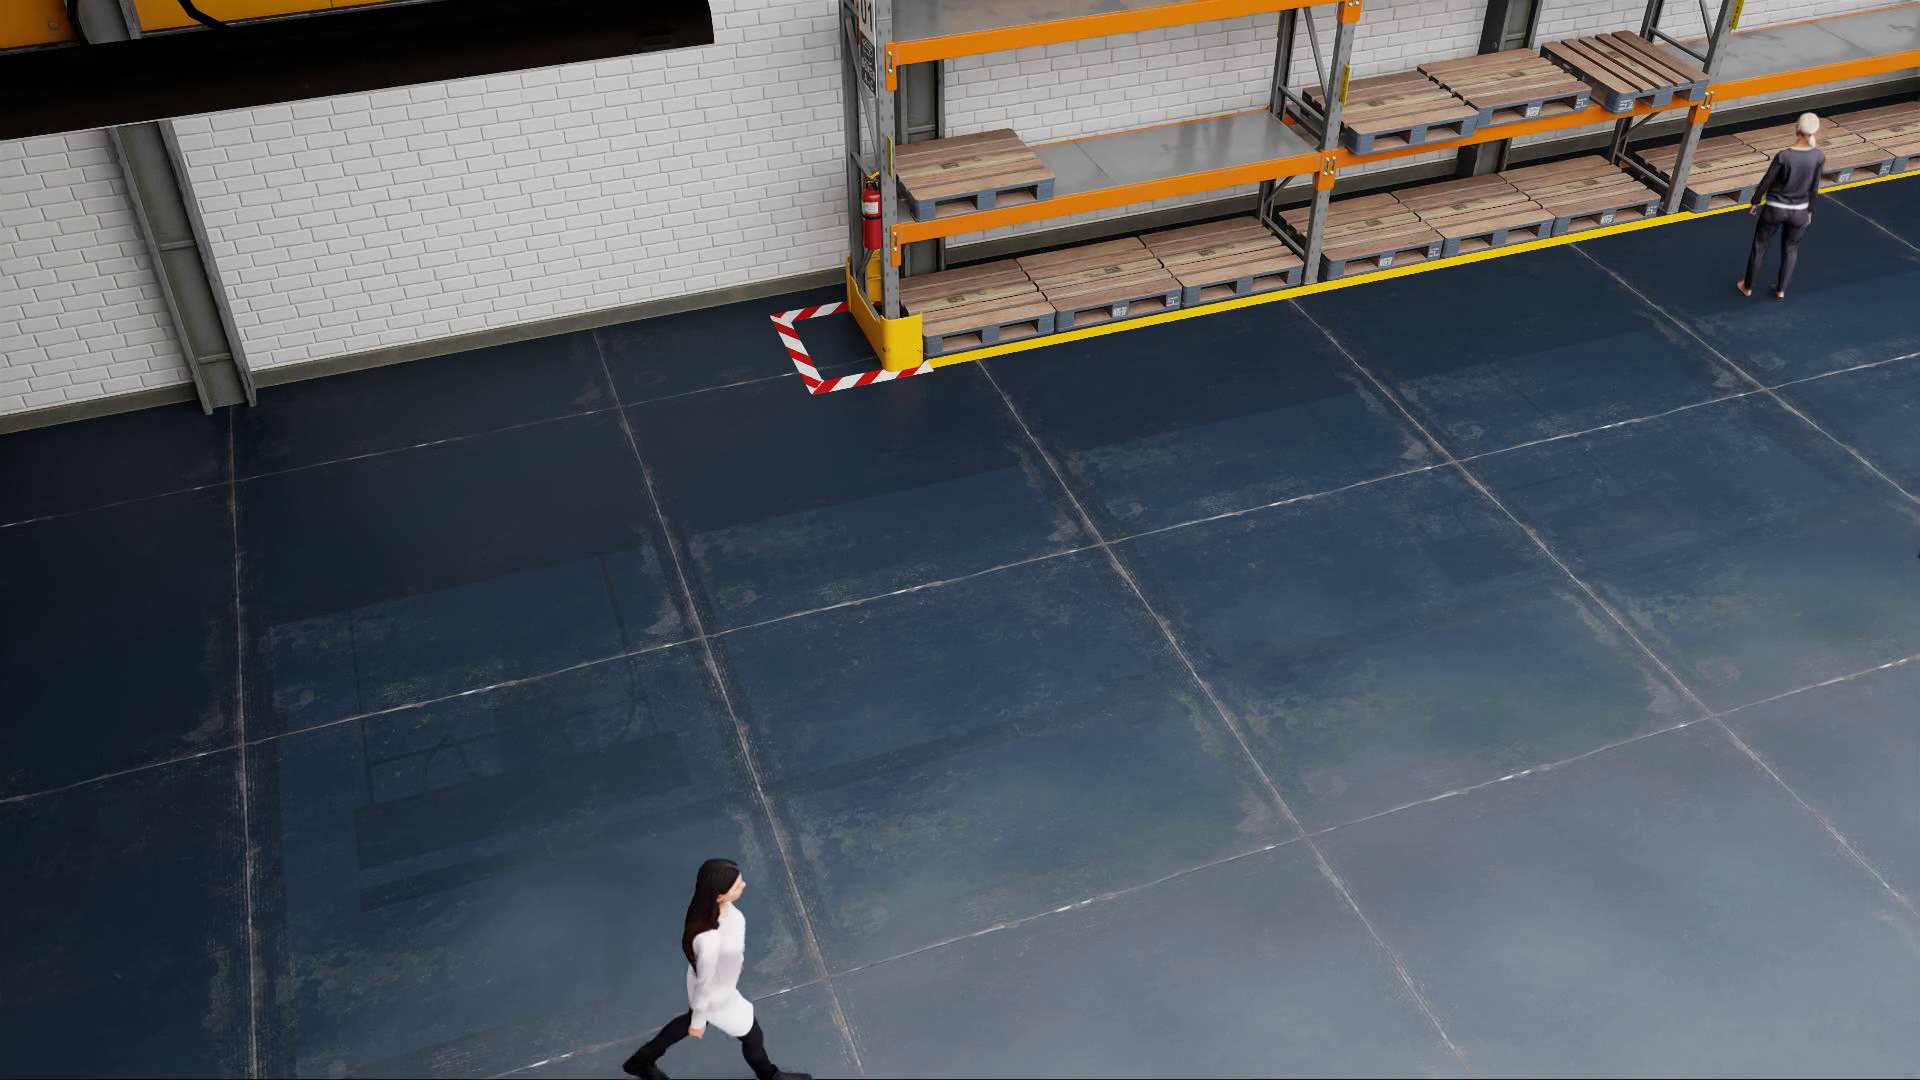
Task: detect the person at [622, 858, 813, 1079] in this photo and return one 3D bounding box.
[{"bbox_3d":[-1.286,2.183,8.095,1.254,1.764,0.851,-3,39,-3],"label":"person"}]

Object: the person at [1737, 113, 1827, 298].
[{"bbox_3d":[7.179,-2.868,14.455,0.696,1.721,0.816,8,39,10],"label":"person"}]
